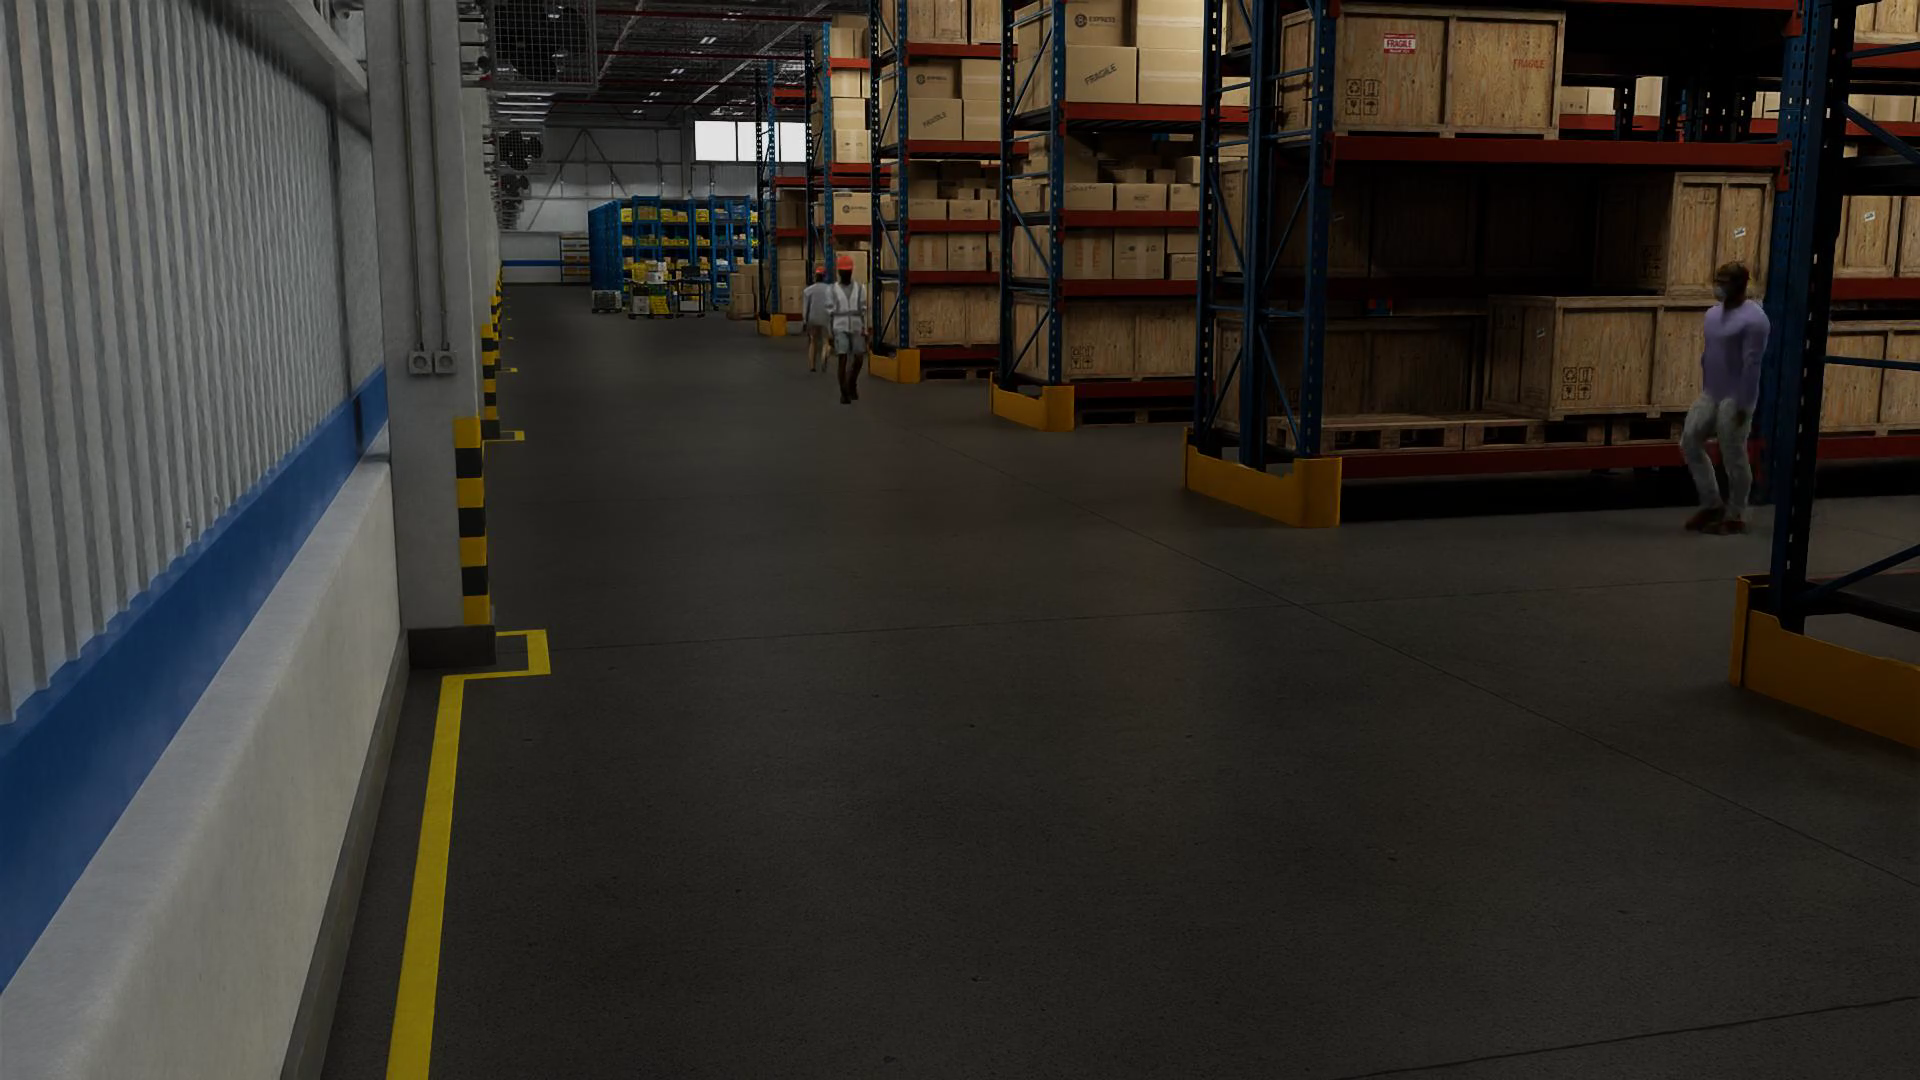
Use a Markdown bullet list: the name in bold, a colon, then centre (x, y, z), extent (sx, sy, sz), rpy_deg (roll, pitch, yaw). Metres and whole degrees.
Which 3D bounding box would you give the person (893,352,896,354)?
- **person**: centre (-0.810, -4.150, 29.988), extent (0.912, 1.788, 0.606), rpy_deg (3, 10, 16)

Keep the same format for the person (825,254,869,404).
- **person**: centre (-1.445, -2.707, 21.410), extent (0.575, 1.919, 0.403), rpy_deg (-3, 10, -15)

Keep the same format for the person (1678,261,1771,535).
- **person**: centre (5.338, -0.981, 11.646), extent (0.539, 1.918, 0.665), rpy_deg (-2, 10, -10)

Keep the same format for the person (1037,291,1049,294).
- **person**: centre (1.309, -3.253, 24.380), extent (0.505, 1.968, 0.625), rpy_deg (-5, 11, -28)

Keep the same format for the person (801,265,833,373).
- **person**: centre (-2.243, -3.513, 26.535), extent (0.621, 1.725, 0.556), rpy_deg (1, 10, 5)

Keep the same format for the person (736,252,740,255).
- **person**: centre (-9.136, -11.017, 68.726), extent (0.404, 1.833, 0.590), rpy_deg (-4, 11, -21)
